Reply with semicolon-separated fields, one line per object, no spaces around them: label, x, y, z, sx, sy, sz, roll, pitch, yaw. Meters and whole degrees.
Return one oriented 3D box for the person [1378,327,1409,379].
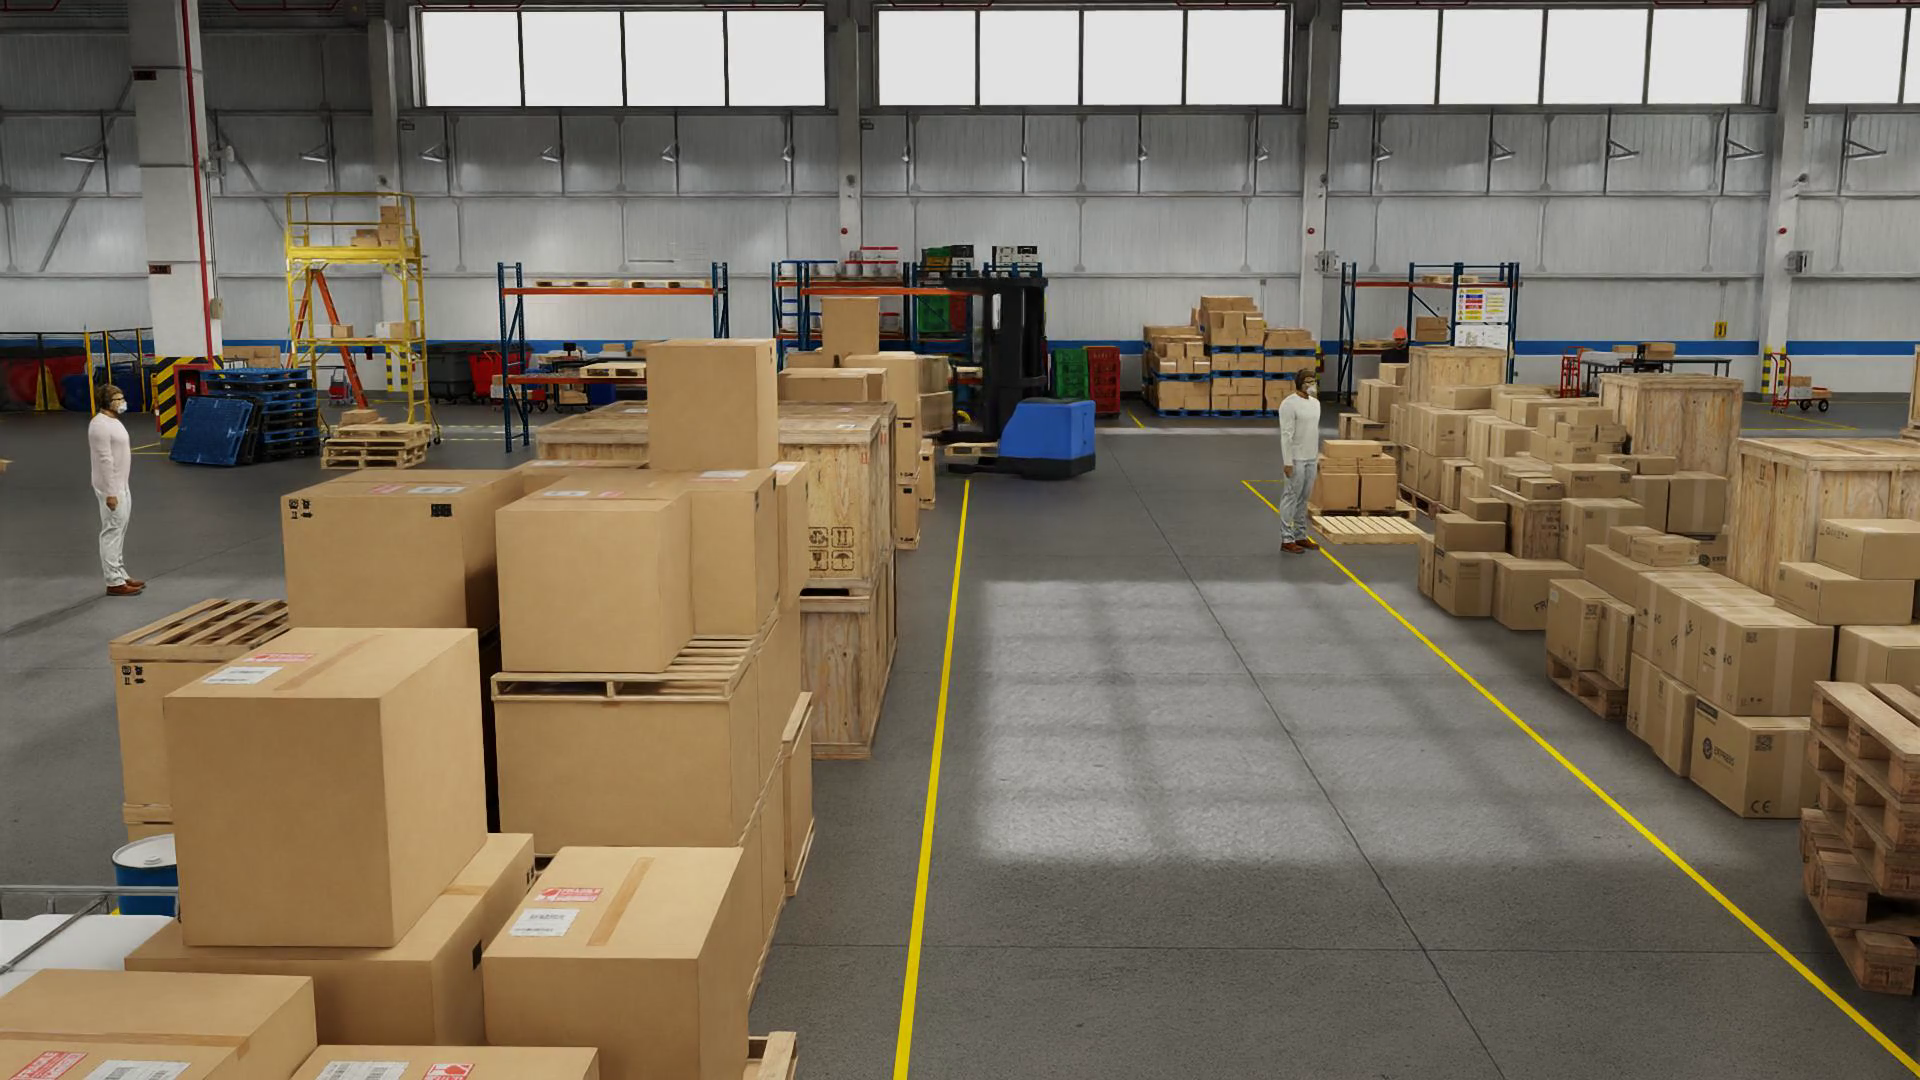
person;7.051;-2.425;26.805;0.609;1.995;0.375;3;10;18

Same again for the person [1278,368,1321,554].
person;3.581;-0.835;17.452;0.372;1.940;0.631;9;13;43

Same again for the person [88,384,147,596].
person;-7.723;-0.459;15.201;0.372;1.940;0.631;-3;10;-18

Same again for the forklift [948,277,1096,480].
forklift;0.909;-2.330;23.591;1.873;2.768;1.129;5;11;27
